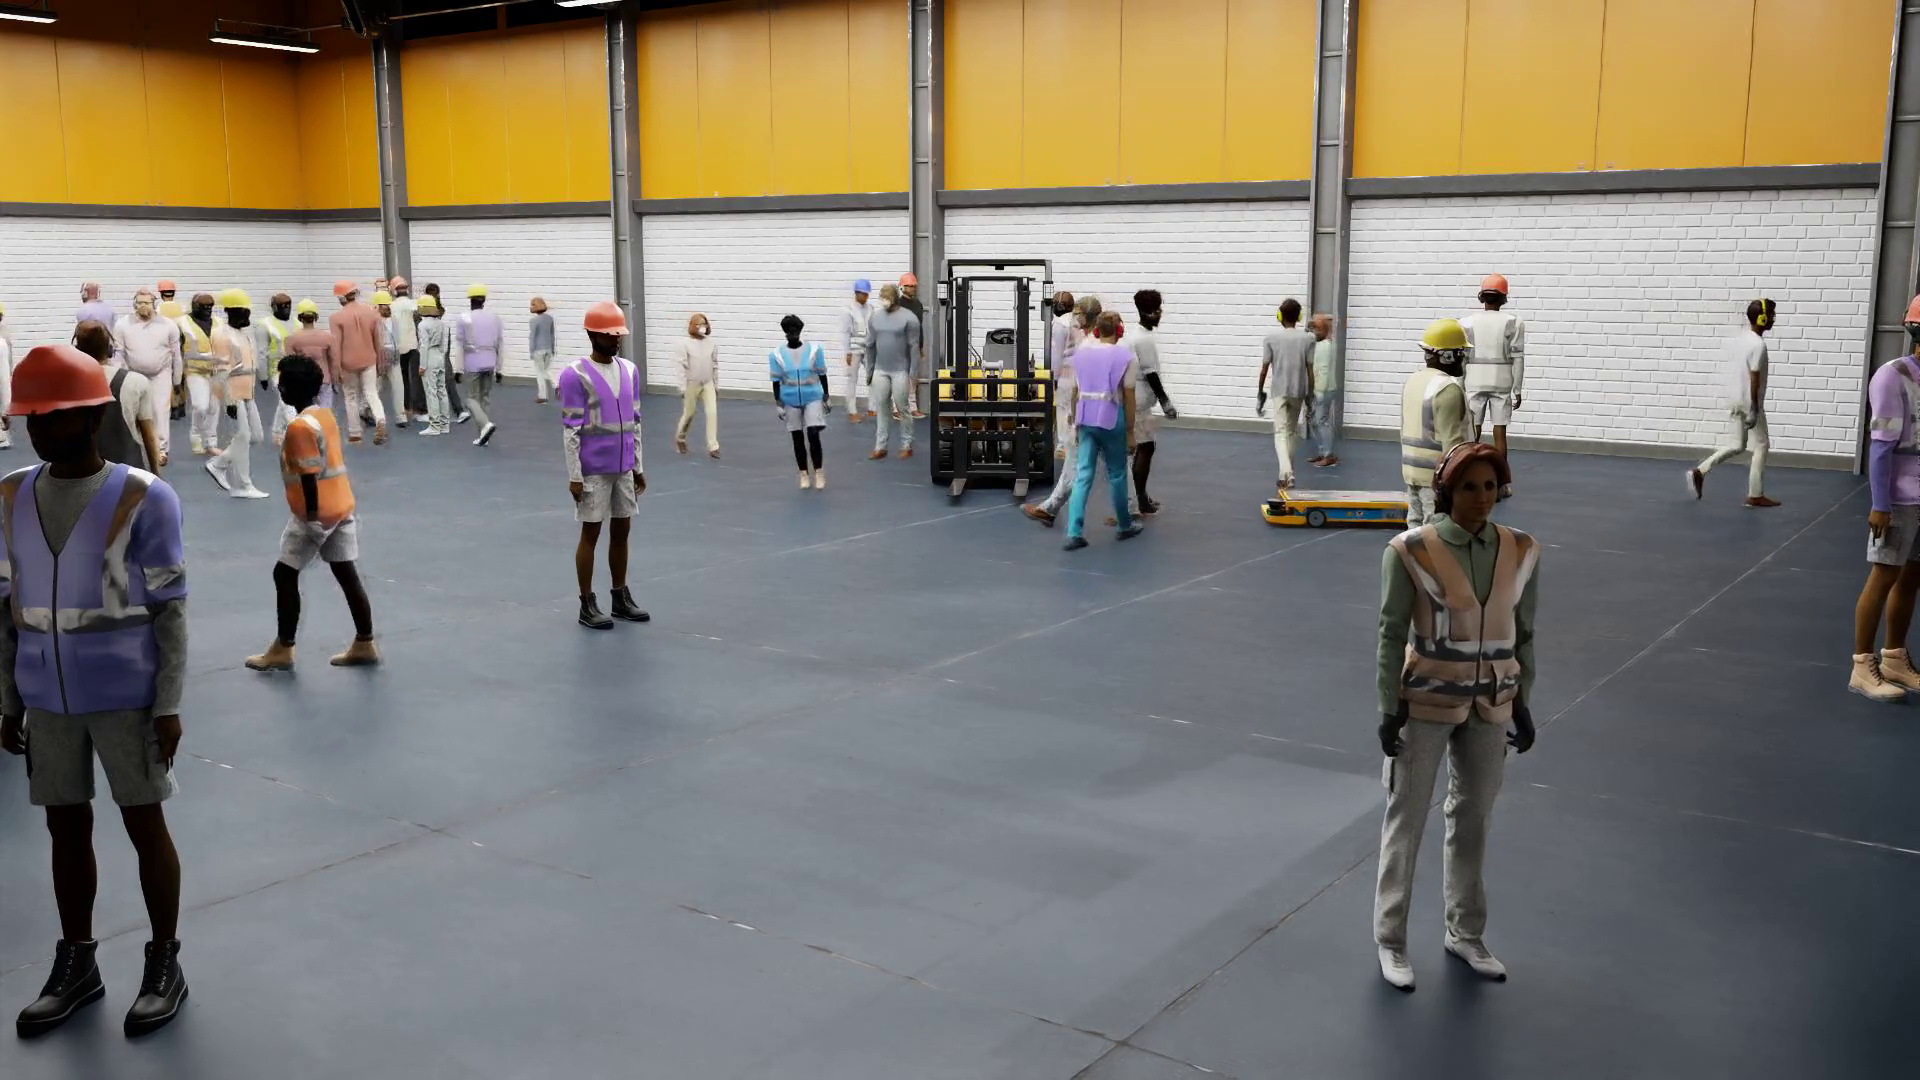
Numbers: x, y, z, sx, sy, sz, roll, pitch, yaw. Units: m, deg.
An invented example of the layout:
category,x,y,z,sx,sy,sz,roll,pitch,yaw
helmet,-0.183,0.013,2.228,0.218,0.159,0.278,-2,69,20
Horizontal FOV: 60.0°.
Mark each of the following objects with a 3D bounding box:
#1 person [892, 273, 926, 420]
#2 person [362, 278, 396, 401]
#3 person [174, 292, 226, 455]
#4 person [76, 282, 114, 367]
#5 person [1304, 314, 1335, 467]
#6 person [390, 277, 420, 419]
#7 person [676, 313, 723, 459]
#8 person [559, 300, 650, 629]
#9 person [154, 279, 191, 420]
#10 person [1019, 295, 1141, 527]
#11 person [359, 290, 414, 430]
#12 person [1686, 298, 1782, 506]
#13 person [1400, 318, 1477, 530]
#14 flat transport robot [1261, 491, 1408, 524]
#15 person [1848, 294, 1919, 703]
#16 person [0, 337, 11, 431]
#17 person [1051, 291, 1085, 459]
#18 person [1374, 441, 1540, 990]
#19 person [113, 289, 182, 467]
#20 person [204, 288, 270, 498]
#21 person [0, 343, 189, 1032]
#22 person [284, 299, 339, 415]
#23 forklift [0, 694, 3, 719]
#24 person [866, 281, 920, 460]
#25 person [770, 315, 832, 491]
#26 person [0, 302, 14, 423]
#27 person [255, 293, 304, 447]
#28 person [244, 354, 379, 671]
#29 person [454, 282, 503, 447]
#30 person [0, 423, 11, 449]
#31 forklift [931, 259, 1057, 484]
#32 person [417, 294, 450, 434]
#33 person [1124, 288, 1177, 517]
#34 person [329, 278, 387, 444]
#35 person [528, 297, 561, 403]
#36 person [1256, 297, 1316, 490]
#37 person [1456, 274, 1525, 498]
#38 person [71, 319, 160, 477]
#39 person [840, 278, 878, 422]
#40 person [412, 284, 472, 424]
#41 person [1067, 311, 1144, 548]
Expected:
category,x,y,z,sx,sy,sz,roll,pitch,yaw
person,-0.718,-2.645,22.744,0.375,1.997,0.612,9,13,43
person,-8.576,-2.950,24.833,0.654,1.906,0.408,-5,11,-28
person,-8.374,-1.829,18.448,0.451,1.817,0.623,7,12,36
person,-11.948,-2.637,23.061,0.879,1.879,0.660,2,10,11
person,3.779,-1.559,17.419,0.424,1.605,0.521,-1,10,-6
person,-7.658,-2.670,23.084,0.635,1.917,1.038,-3,10,-16
person,-2.918,-1.715,18.401,0.512,1.602,0.805,-6,11,-33
person,-2.073,-0.438,9.810,0.382,1.933,0.542,7,12,37
person,-10.840,-2.617,22.838,0.575,1.907,0.813,-6,11,-33
person,1.015,-1.032,13.473,1.025,1.881,0.650,1,10,5
person,-7.459,-2.309,21.375,0.862,1.797,0.618,5,11,29
person,6.864,-1.202,14.621,0.728,1.843,0.522,0,10,-2
person,2.769,-0.362,9.634,0.403,1.835,0.588,-2,10,-11
flat transport robot,3.234,-0.269,13.726,1.431,0.197,0.652,1,10,6
person,4.712,-0.221,8.172,0.611,2.042,0.394,-5,11,-27
person,-8.183,-1.077,13.801,0.619,1.865,0.671,-7,12,-36
person,1.148,-1.800,18.222,0.432,1.836,0.618,5,11,26
person,1.479,0.519,4.971,0.515,1.638,0.315,-2,10,-12
person,-8.653,-1.743,17.764,0.639,1.873,0.899,-2,10,-14
person,-6.612,-1.323,15.111,0.535,1.917,0.586,0,10,0
person,-2.434,0.423,4.650,0.542,1.938,0.357,0,10,1
person,-6.734,-1.611,17.298,0.539,1.764,0.340,-6,11,-31
forklift,-5.296,-0.090,6.943,1.214,2.155,2.313,7,12,35
person,-0.738,-1.832,18.083,0.637,1.940,0.356,5,11,25
person,-1.491,-1.276,15.575,0.562,1.656,0.560,0,10,1
person,-11.499,-2.012,19.798,0.503,1.729,0.554,1,10,4
person,-7.710,-1.924,19.057,0.959,1.800,0.619,5,11,28
person,-3.467,-0.135,8.766,0.747,1.672,0.549,0,10,0
person,-5.547,-2.017,19.240,0.536,1.912,0.614,9,13,43
person,-11.306,-1.814,19.005,0.888,1.585,0.506,0,10,1
forklift,0.370,-1.738,16.759,1.214,2.155,2.313,1,10,3
person,-6.613,-2.186,20.767,0.304,1.743,0.494,2,10,14
person,1.576,-1.174,14.169,0.464,1.935,0.652,1,10,4
person,-6.995,-2.066,19.409,0.635,1.961,0.868,-8,13,-41
person,-6.307,-2.871,25.184,0.403,1.618,0.529,5,11,29
person,3.044,-1.335,15.457,0.531,1.835,0.921,0,10,-2
person,4.832,-1.399,15.191,0.605,2.044,0.374,4,10,24
person,-4.876,-0.344,9.529,0.550,1.833,0.401,-7,12,-35
person,-1.290,-2.511,22.164,0.630,1.920,0.703,-8,12,-38
person,-6.950,-2.463,22.083,1.046,1.857,0.586,8,13,41
person,1.087,-0.841,12.647,0.579,1.784,0.956,6,11,32
